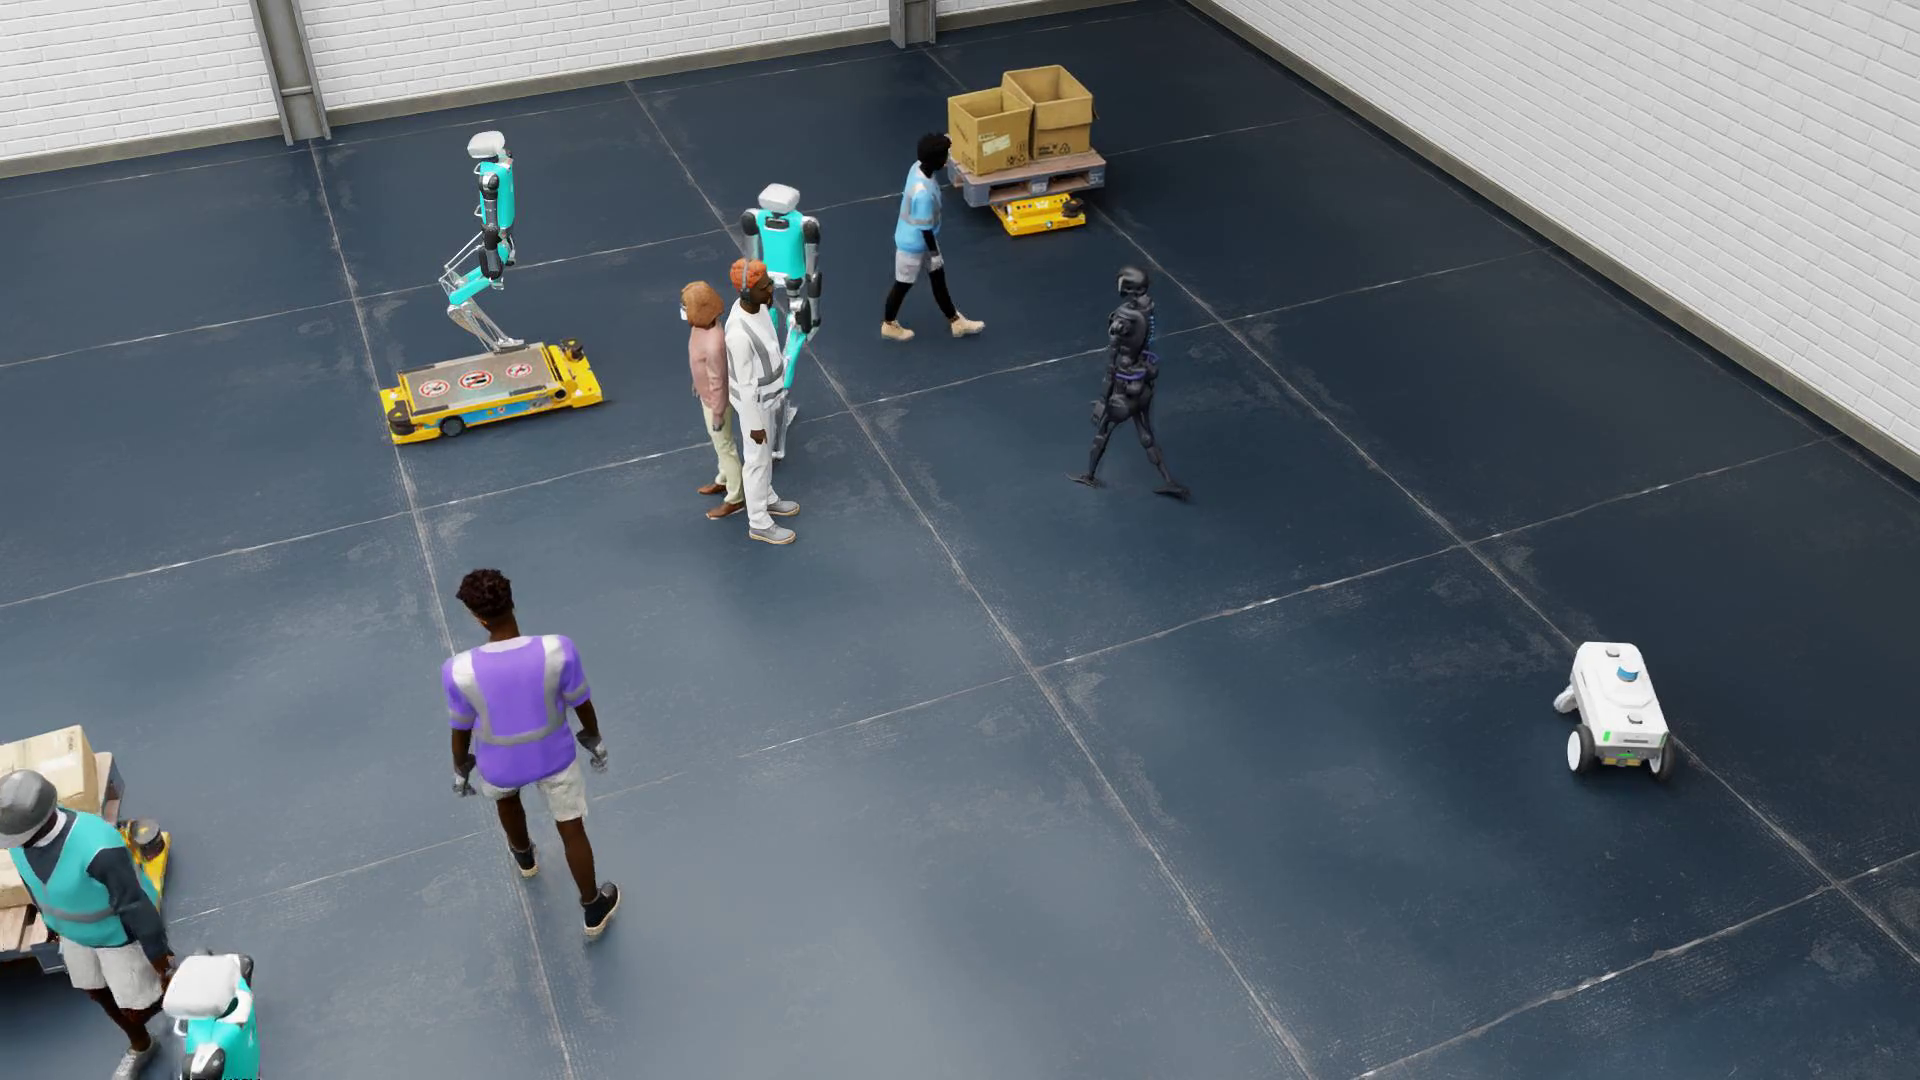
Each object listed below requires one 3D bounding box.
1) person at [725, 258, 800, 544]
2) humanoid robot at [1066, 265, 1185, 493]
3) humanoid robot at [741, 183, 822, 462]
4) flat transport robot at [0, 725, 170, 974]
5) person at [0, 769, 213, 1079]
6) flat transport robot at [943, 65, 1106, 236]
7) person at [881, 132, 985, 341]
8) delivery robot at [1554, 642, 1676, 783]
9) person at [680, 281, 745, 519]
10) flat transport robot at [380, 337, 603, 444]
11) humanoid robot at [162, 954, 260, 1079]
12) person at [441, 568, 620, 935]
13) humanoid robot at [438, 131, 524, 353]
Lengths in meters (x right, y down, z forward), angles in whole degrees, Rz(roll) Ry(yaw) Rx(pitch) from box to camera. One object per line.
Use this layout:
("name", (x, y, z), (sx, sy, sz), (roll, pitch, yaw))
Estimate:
("person", (-1.204, -0.840, 10.044), (0.356, 1.882, 0.574), (1, 38, 2))
("humanoid robot", (1.087, -0.970, 10.422), (0.769, 1.639, 0.592), (20, 42, 24))
("humanoid robot", (-1.224, -1.321, 10.866), (0.539, 1.877, 0.804), (10, 39, 12))
("flat transport robot", (-4.609, 1.753, 7.991), (1.431, 0.231, 0.659), (-9, 38, -11))
("person", (-3.524, 1.564, 6.890), (0.624, 1.908, 0.596), (10, 39, 12))
("flat transport robot", (0.504, -3.029, 14.216), (0.659, 0.231, 1.431), (-12, 39, -15))
("person", (-0.216, -2.140, 11.917), (0.822, 1.637, 0.537), (3, 38, 3))
("delivery robot", (3.491, 0.896, 8.866), (0.524, 0.587, 0.737), (3, 38, 4))
("person", (-1.531, -0.872, 10.294), (0.277, 1.632, 0.499), (-11, 39, -13))
("flat transport robot", (-3.288, -1.050, 11.640), (1.431, 0.231, 0.659), (-14, 40, -18))
("humanoid robot", (-2.922, 2.204, 6.233), (1.032, 1.739, 0.539), (-3, 38, -5))
("person", (-2.006, 0.952, 7.683), (0.721, 1.914, 0.869), (-12, 39, -15))
("humanoid robot", (-3.387, -2.025, 11.598), (0.739, 1.673, 0.531), (0, 38, 0))
